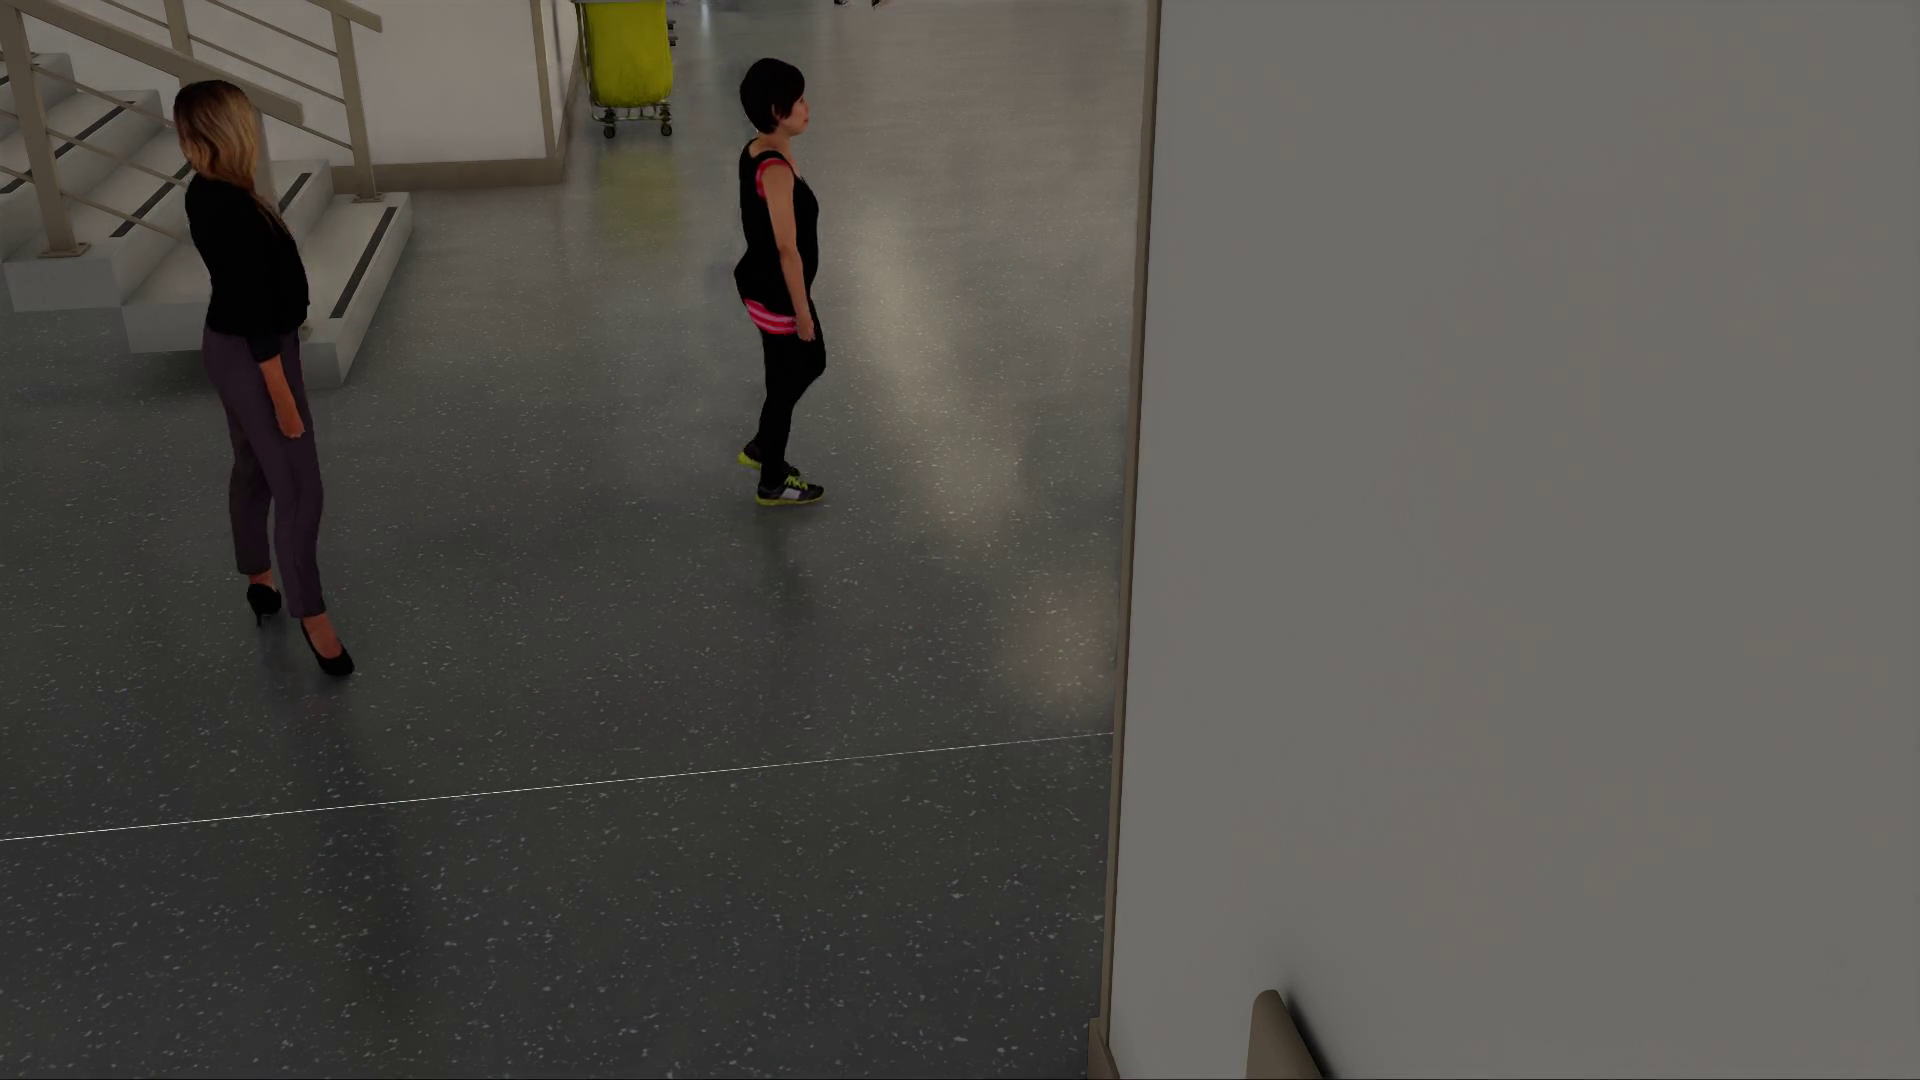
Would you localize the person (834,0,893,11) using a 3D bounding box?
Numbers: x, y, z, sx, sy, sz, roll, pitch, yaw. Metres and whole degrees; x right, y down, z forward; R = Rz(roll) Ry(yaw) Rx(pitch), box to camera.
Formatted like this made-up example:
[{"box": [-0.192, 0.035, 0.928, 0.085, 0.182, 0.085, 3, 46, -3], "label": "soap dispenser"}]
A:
[{"box": [-1.147, -6.111, 16.375, 1.134, 1.728, 1.022, -19, 31, -34], "label": "person"}]

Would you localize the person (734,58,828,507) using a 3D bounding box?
[{"box": [-0.687, -0.839, 5.656, 0.582, 1.542, 0.581, -7, 27, -14], "label": "person"}]

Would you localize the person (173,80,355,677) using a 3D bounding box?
[{"box": [-1.965, -0.420, 4.659, 0.748, 1.652, 0.833, -10, 27, -20], "label": "person"}]
